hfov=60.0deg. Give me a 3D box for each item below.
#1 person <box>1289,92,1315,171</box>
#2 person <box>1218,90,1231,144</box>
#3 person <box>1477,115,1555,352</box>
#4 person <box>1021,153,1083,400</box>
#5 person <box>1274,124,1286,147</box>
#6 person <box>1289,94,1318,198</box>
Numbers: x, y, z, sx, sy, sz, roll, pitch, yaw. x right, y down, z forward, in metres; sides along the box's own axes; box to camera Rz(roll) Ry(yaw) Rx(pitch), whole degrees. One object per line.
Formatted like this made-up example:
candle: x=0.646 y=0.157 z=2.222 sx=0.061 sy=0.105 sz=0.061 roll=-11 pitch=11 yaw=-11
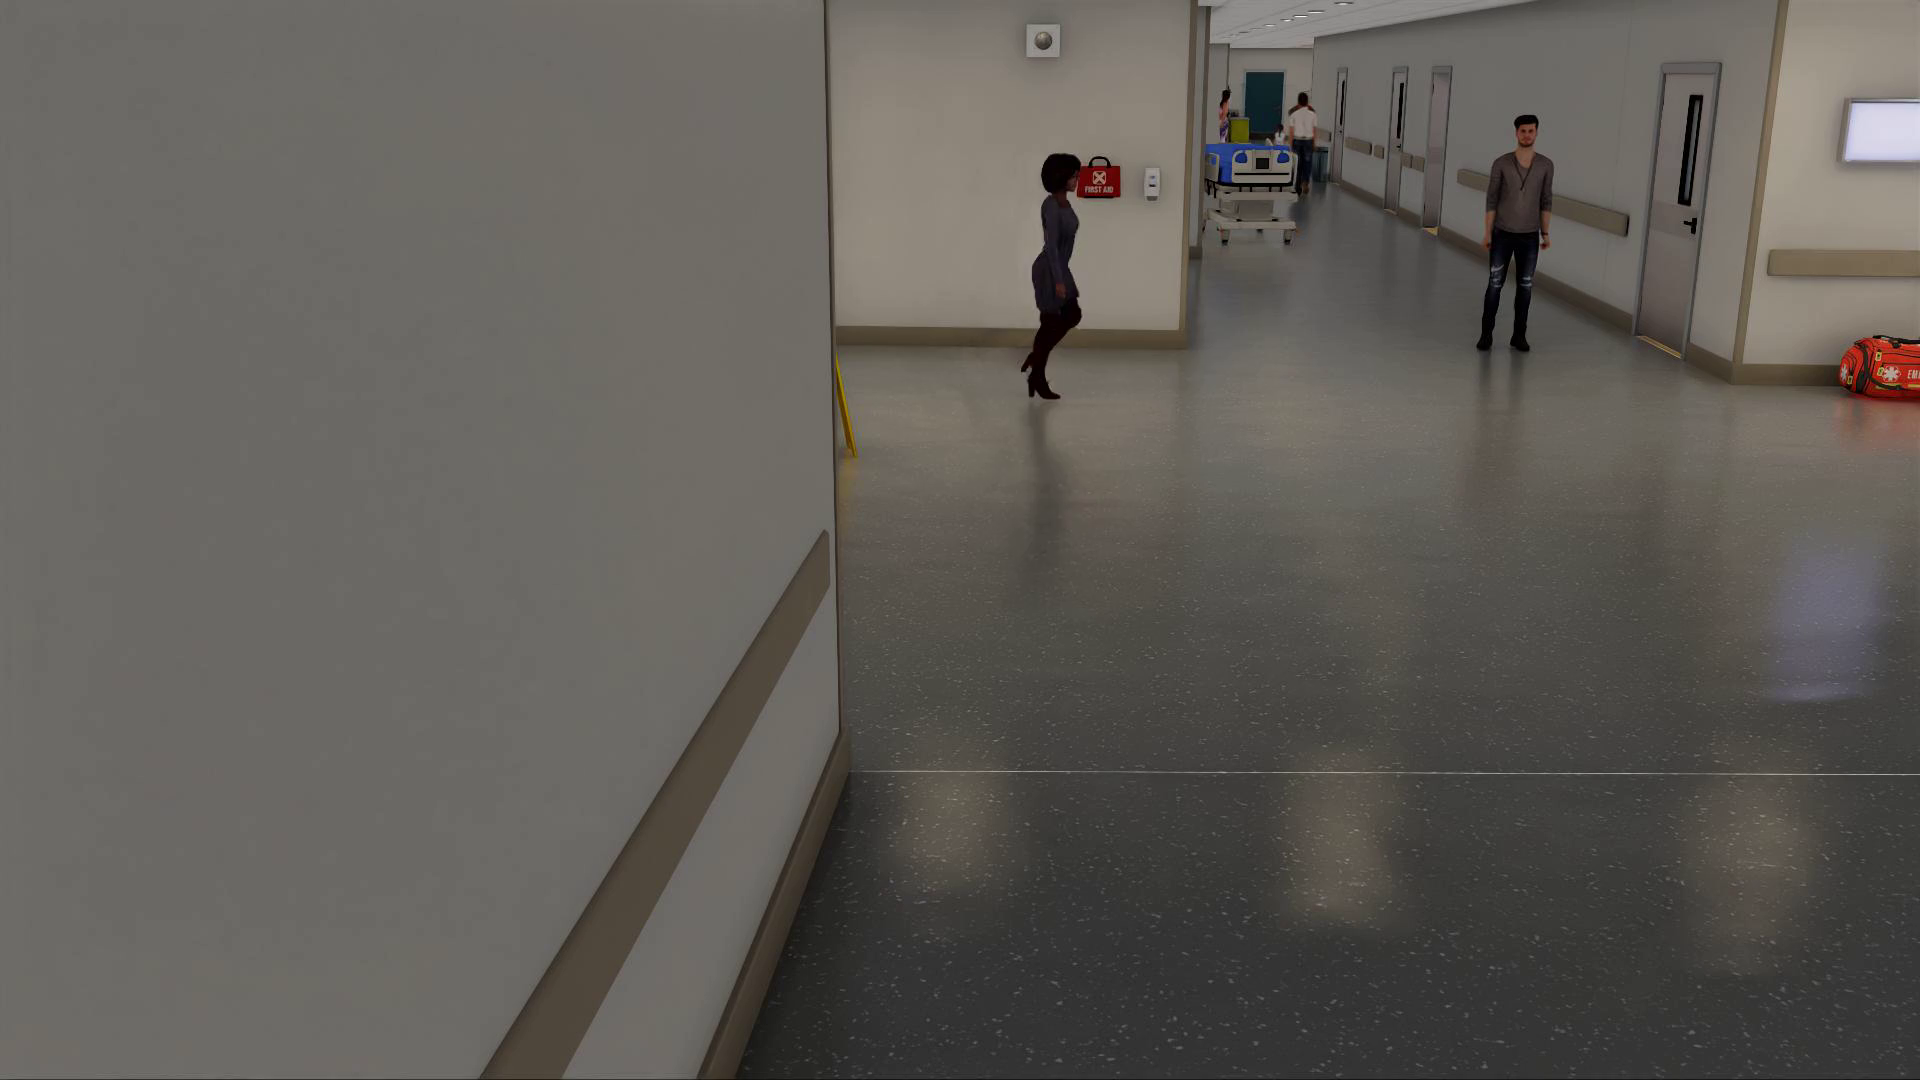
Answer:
person: x=7.062 y=-8.288 z=34.302 sx=1.092 sy=1.778 sz=0.734 roll=1 pitch=16 yaw=3
person: x=7.003 y=-11.033 z=44.134 sx=0.606 sy=1.767 sz=0.633 roll=5 pitch=16 yaw=17
person: x=4.594 y=-2.539 z=13.748 sx=0.533 sy=1.905 sz=0.769 roll=3 pitch=16 yaw=10
person: x=0.574 y=-1.827 z=11.613 sx=0.736 sy=1.694 sz=0.720 roll=6 pitch=17 yaw=20
person: x=7.764 y=-9.578 z=40.377 sx=0.563 sy=1.004 sz=0.488 roll=2 pitch=16 yaw=8
person: x=6.294 y=-7.234 z=30.526 sx=0.736 sy=1.838 sz=0.755 roll=3 pitch=16 yaw=9
